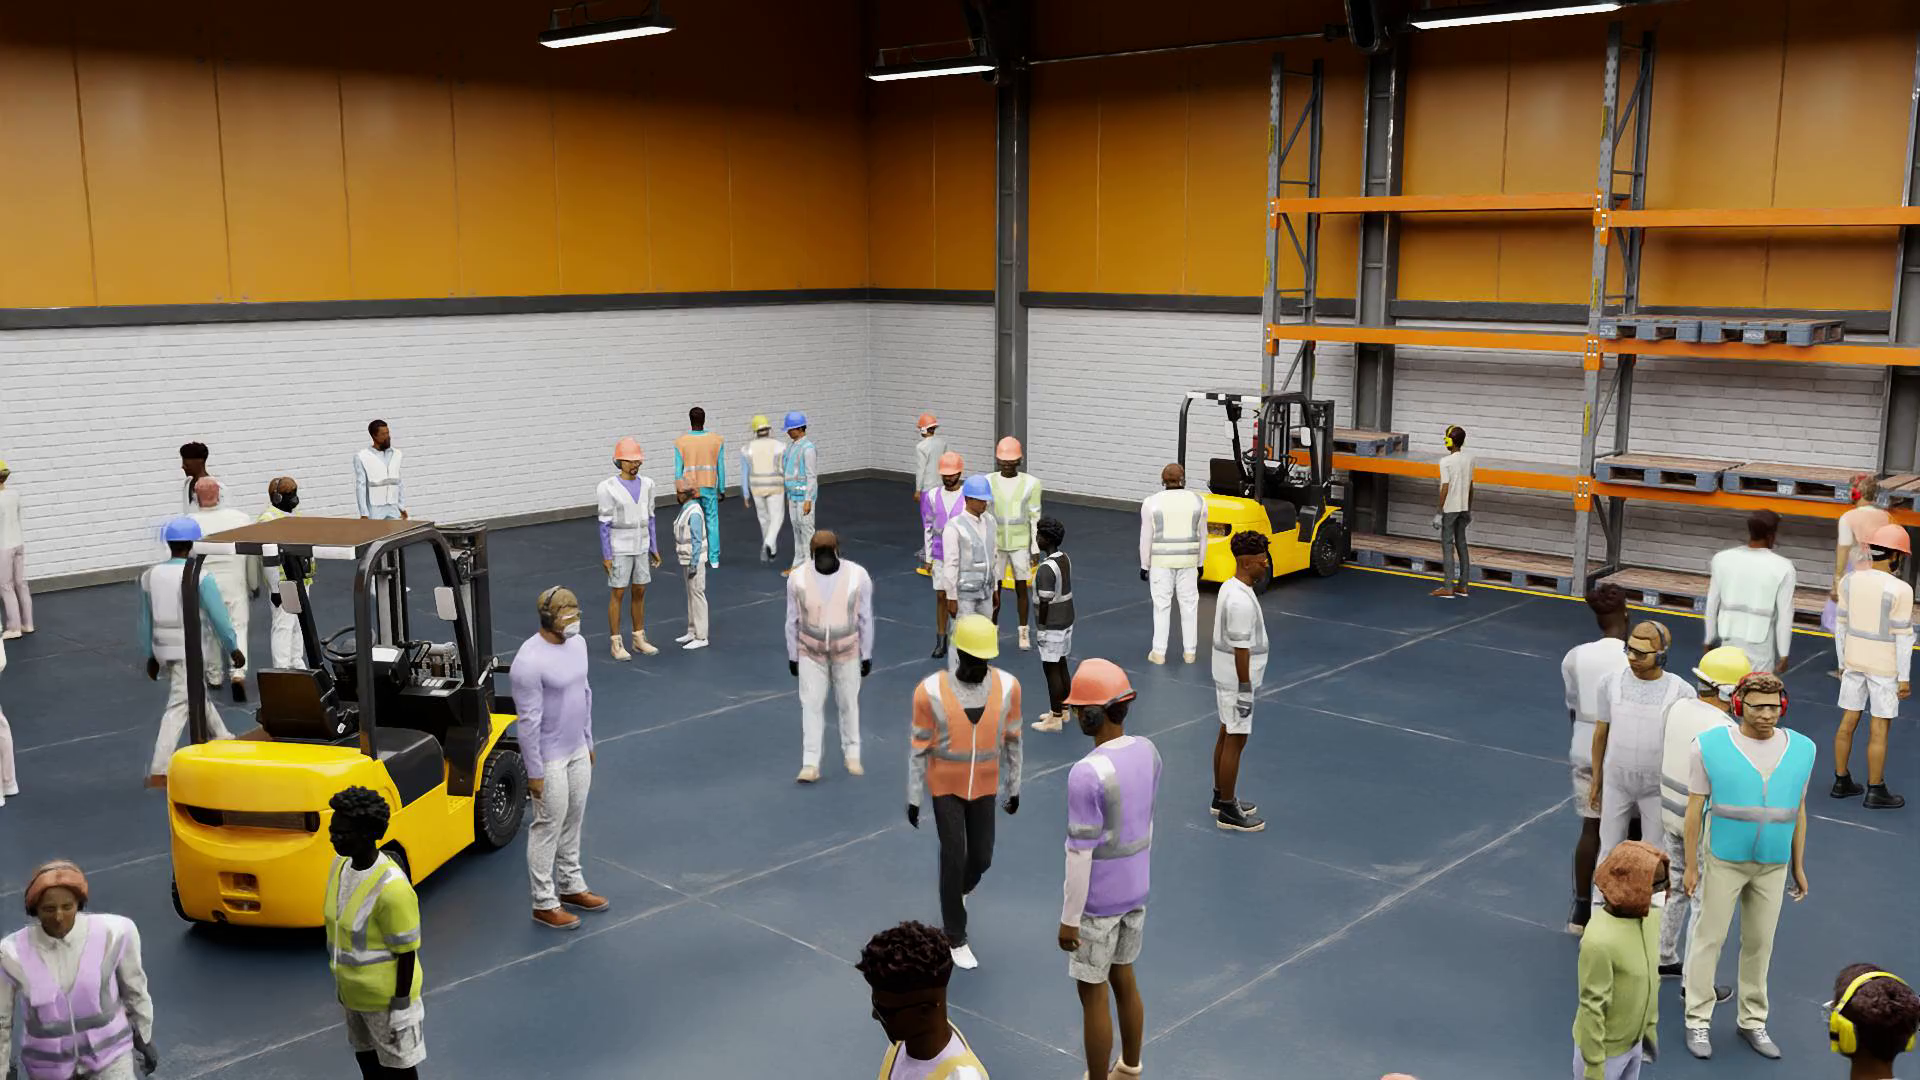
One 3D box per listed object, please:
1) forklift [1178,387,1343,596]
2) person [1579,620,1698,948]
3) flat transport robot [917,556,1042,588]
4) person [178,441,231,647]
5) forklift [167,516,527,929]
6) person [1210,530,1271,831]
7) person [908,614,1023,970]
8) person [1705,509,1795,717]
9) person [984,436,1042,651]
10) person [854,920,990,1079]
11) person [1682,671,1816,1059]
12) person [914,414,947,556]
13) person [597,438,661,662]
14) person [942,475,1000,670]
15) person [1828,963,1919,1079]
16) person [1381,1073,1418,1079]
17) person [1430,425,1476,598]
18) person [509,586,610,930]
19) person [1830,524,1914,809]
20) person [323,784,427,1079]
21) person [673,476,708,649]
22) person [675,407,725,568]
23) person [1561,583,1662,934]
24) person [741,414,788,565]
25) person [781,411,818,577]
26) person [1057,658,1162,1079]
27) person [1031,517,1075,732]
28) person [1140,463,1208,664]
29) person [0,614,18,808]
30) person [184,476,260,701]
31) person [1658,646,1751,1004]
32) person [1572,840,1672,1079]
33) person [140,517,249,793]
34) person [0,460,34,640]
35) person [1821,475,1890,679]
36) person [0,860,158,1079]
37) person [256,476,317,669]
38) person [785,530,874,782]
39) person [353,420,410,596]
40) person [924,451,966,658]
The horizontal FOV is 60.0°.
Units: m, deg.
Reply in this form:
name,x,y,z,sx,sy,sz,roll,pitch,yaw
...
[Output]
name,x,y,z,sx,sy,sz,roll,pitch,yaw
forklift,3.298,-0.608,18.767,1.214,2.155,2.313,9,13,42
person,3.597,1.317,8.812,0.505,1.842,0.346,7,12,33
flat transport robot,0.262,0.323,18.942,1.431,0.197,0.652,8,13,37
person,-7.132,0.039,15.739,0.609,1.963,0.367,6,12,33
forklift,-3.583,0.976,9.748,1.214,2.155,2.313,2,10,11
person,1.826,0.897,10.848,0.364,1.964,0.611,0,10,3
person,0.016,1.280,8.875,0.627,1.897,0.677,-3,10,-17
person,5.700,0.726,12.025,0.410,1.924,0.601,-9,13,-41
person,0.458,0.041,15.551,0.609,2.035,0.417,1,10,7
person,-0.098,1.992,4.638,0.381,1.958,0.602,-3,11,-19
person,3.654,1.500,7.759,0.571,1.844,0.376,0,10,1
person,-0.389,-0.676,20.408,0.342,1.748,0.573,7,12,34
person,-3.020,0.080,15.280,0.377,2.045,0.605,9,14,43
person,0.113,0.420,13.652,0.414,1.939,0.599,9,13,42
person,2.416,2.061,4.533,0.511,1.862,0.325,-2,10,-10
person,1.100,2.184,3.733,0.653,1.894,0.633,9,13,41
person,5.330,-0.304,17.975,0.535,1.864,0.309,-6,12,-30
person,-2.237,1.199,9.253,0.385,1.929,0.635,3,10,18
person,6.190,0.847,11.246,0.373,1.928,0.543,-4,11,-24
person,-2.307,1.784,6.564,0.536,1.696,0.322,9,13,42
person,-2.534,0.208,15.703,0.311,1.640,0.513,-3,10,-18
person,-3.057,-0.608,19.590,0.587,1.911,0.397,-3,10,-15
person,3.672,1.203,9.258,0.828,1.908,0.689,-8,13,-39
person,-2.306,-0.598,19.819,0.599,1.806,0.742,1,10,6
person,-1.814,-0.496,18.862,0.402,1.938,0.603,-5,11,-27
person,0.614,1.512,7.186,0.409,2.030,0.611,7,12,36
person,0.723,0.657,13.013,0.321,1.689,0.530,4,11,22
person,1.930,0.216,15.098,0.623,1.840,0.430,-1,10,-5
person,-6.634,0.860,11.174,0.376,1.924,0.594,-2,10,-10
person,-6.222,0.400,13.959,0.639,1.872,0.893,-4,11,-21
person,3.722,1.417,8.316,0.403,1.817,0.602,-2,10,-10
person,2.436,1.886,6.196,0.498,1.624,0.301,-10,14,-44
person,-5.438,0.774,11.783,0.612,1.877,1.053,4,11,24
person,-9.243,0.081,16.069,0.326,1.767,0.532,0,10,0
person,7.742,0.353,14.339,0.584,1.827,0.445,-5,11,-26
person,-3.219,1.927,6.043,0.543,1.593,0.696,-5,11,-26
person,-5.721,0.370,14.204,0.429,1.842,0.635,0,10,1
person,-0.923,0.822,11.770,0.627,1.816,0.618,0,10,-1
person,-6.299,-0.355,18.105,0.384,1.921,0.596,6,12,32
person,-0.075,0.144,15.249,0.544,1.930,0.389,3,10,17
